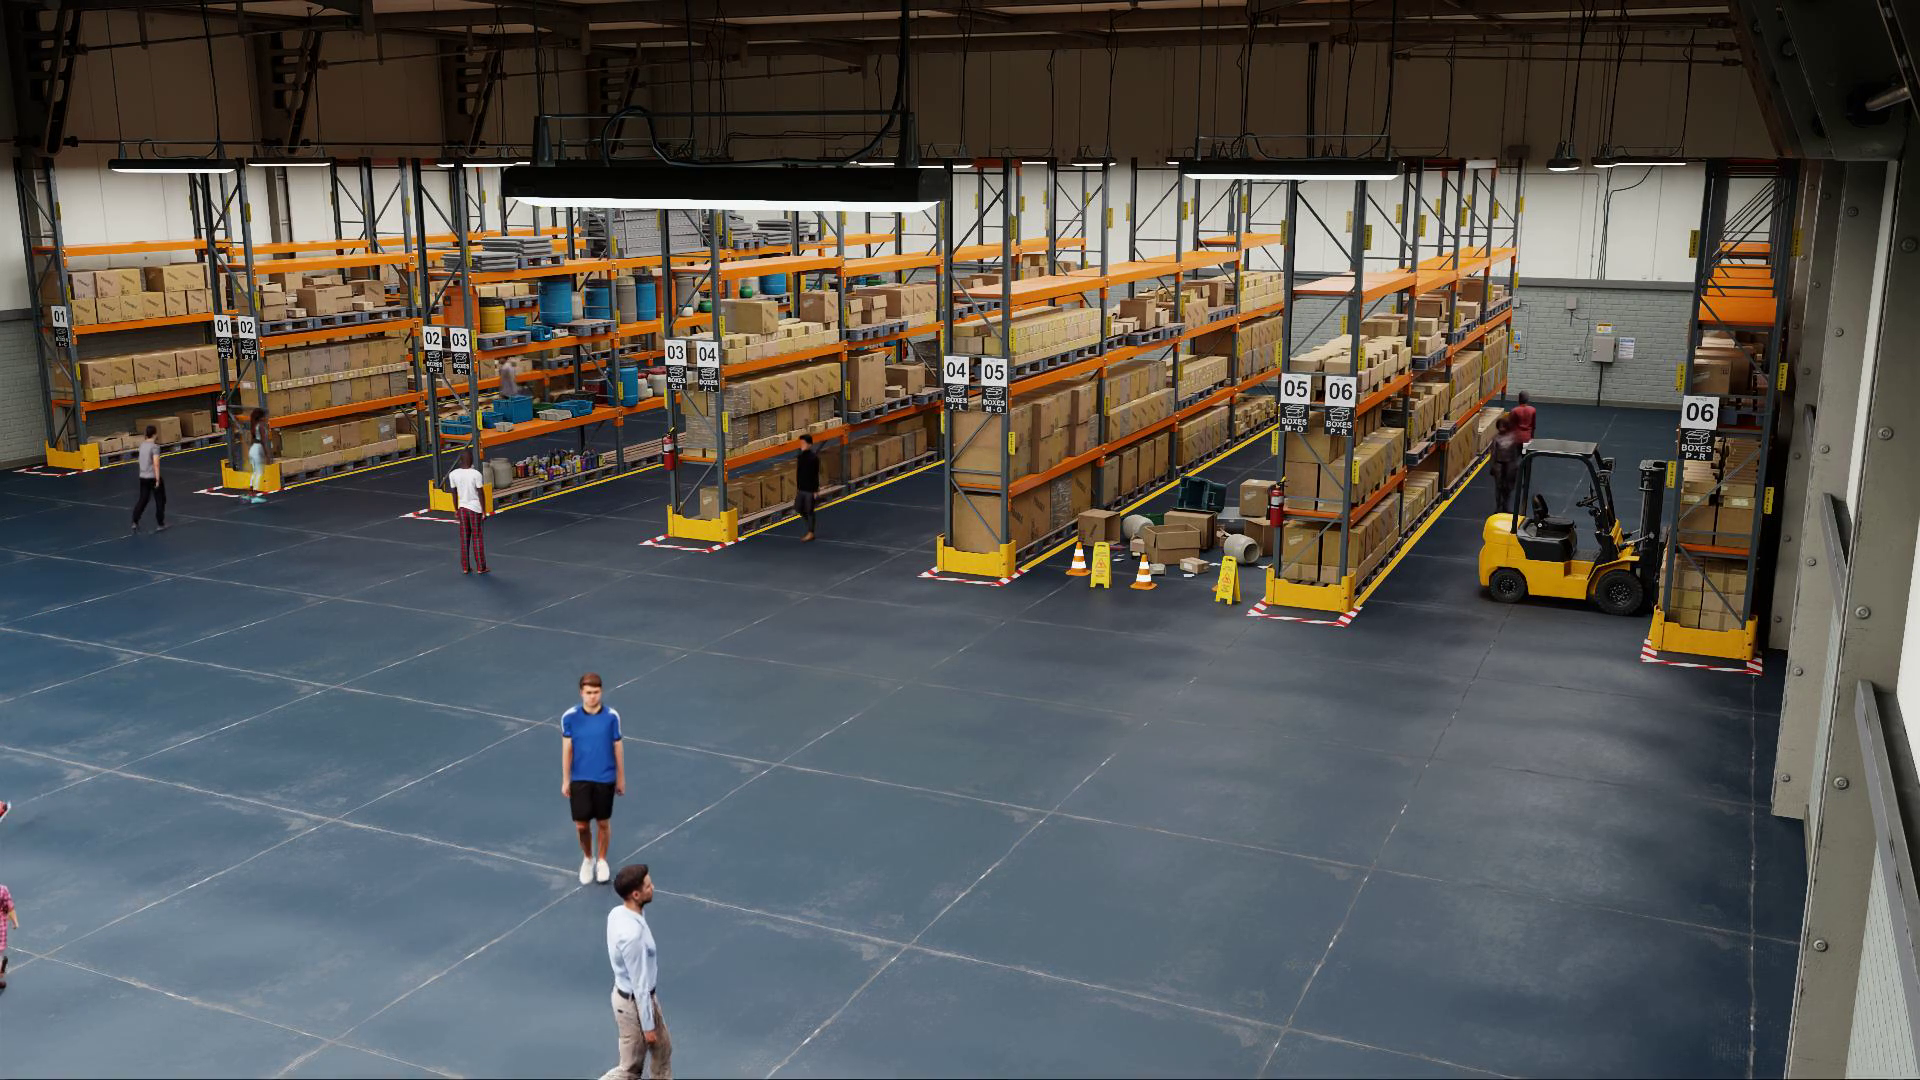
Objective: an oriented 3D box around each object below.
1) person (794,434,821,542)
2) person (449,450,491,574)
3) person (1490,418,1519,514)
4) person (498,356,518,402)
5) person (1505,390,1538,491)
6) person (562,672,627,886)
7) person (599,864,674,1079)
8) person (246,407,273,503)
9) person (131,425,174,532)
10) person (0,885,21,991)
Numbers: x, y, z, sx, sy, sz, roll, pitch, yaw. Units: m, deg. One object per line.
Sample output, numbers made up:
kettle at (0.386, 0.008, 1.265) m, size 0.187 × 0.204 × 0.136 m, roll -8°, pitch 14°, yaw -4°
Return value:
person at (-2.390, -0.850, 26.636) m, size 0.796 × 1.713 × 0.774 m, roll -12°, pitch 18°, yaw -42°
person at (-7.234, -0.425, 24.535) m, size 0.719 × 1.833 × 0.637 m, roll 2°, pitch 13°, yaw 8°
person at (9.299, -1.249, 28.422) m, size 0.679 × 1.687 × 0.760 m, roll 1°, pitch 13°, yaw 5°
person at (-9.721, -3.143, 36.120) m, size 1.004 × 1.903 × 0.950 m, roll -10°, pitch 16°, yaw -36°
person at (10.361, -1.852, 30.703) m, size 0.765 × 1.831 × 0.750 m, roll -1°, pitch 13°, yaw -6°
person at (-3.111, 1.983, 14.101) m, size 0.824 × 1.849 × 0.869 m, roll -3°, pitch 13°, yaw -13°
person at (-2.079, 2.894, 10.237) m, size 1.230 × 1.818 × 1.154 m, roll -5°, pitch 14°, yaw -21°
person at (-12.483, -1.492, 29.462) m, size 0.824 × 1.690 × 0.801 m, roll 9°, pitch 16°, yaw 34°
person at (-13.300, -0.990, 27.212) m, size 0.665 × 1.728 × 0.852 m, roll 5°, pitch 14°, yaw 20°
person at (-7.138, 2.850, 12.232) m, size 0.654 × 1.003 × 0.748 m, roll -3°, pitch 13°, yaw -13°
